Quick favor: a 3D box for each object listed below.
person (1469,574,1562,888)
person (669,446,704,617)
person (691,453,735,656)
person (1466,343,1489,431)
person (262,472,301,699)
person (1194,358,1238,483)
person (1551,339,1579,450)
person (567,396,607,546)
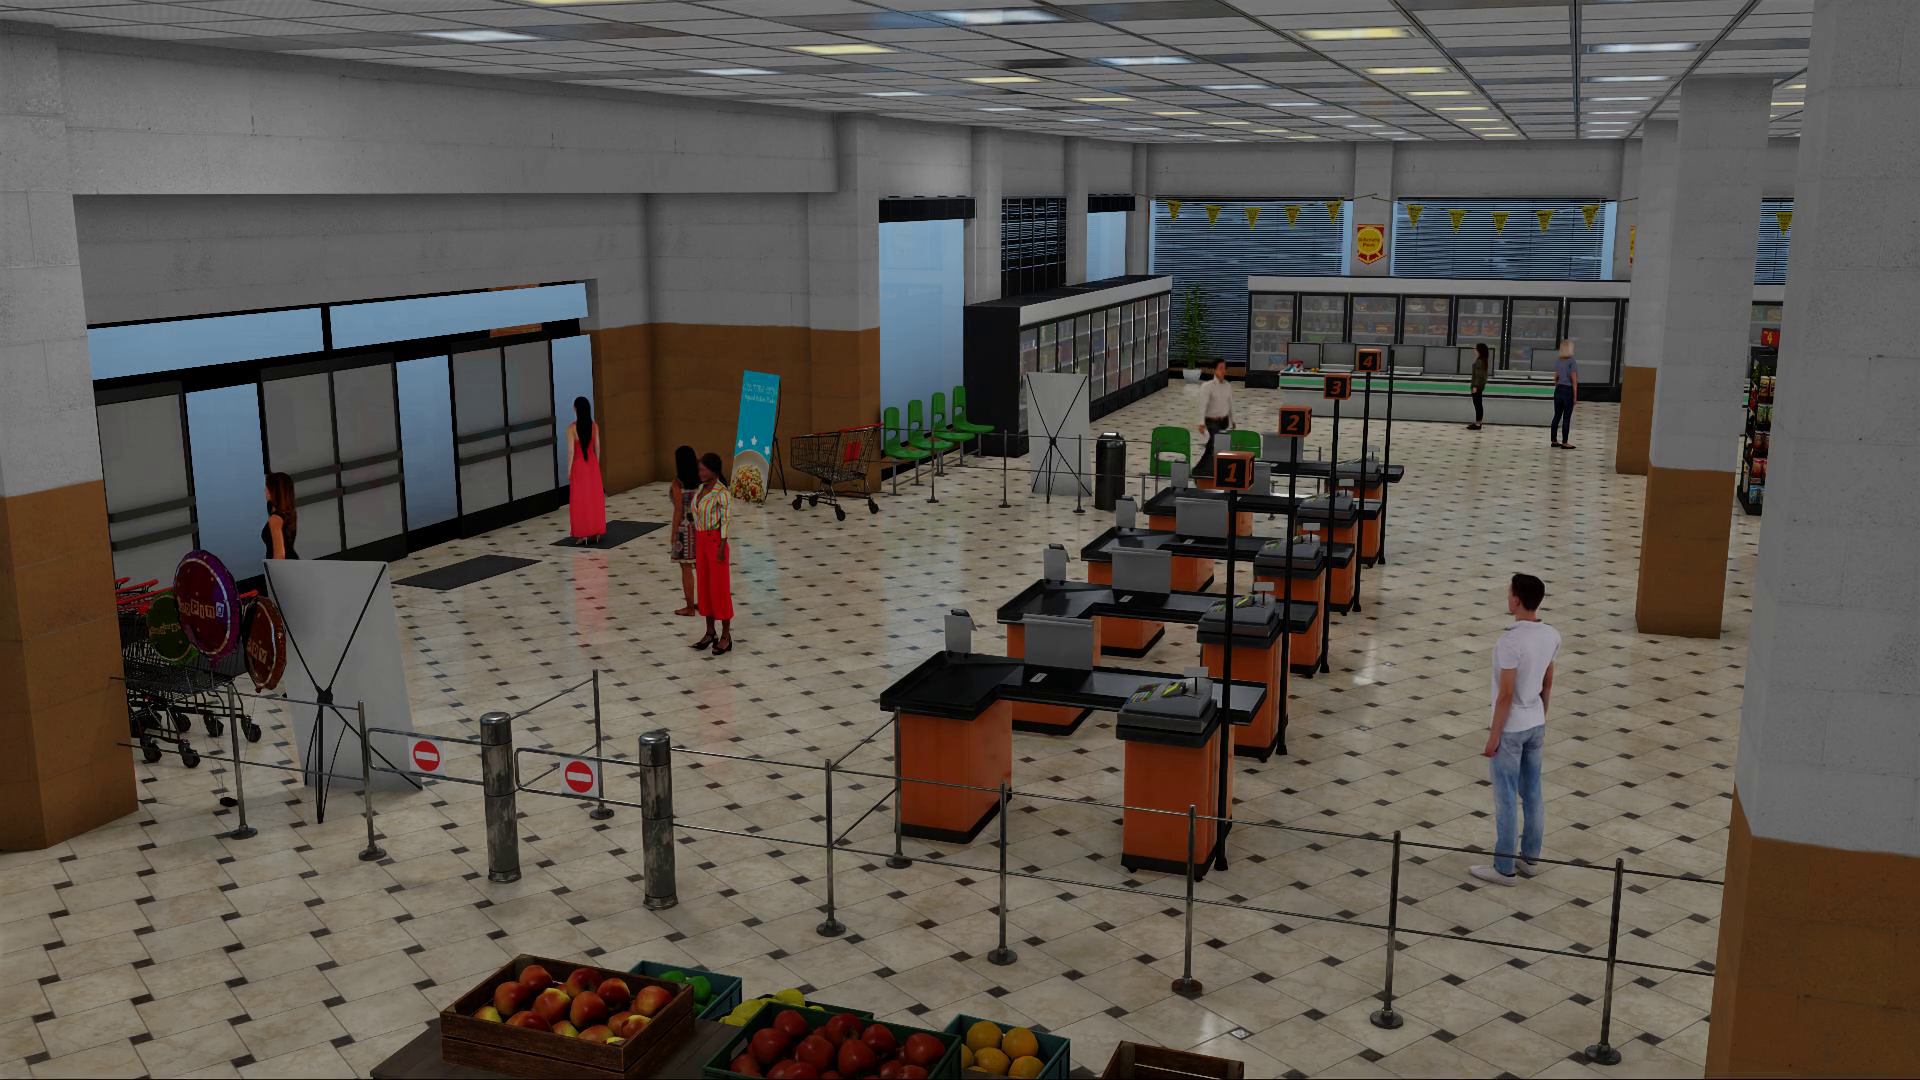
[{"bbox_3d":[3.290,1.108,9.792,0.732,1.851,0.739,-9,15,-35],"label":"person"},{"bbox_3d":[-2.609,-0.097,16.016,0.602,1.644,0.694,7,14,31],"label":"person"},{"bbox_3d":[-2.179,0.113,14.657,0.594,1.794,0.728,11,16,41],"label":"person"},{"bbox_3d":[8.871,-2.629,28.446,0.528,1.477,0.588,5,13,24],"label":"person"},{"bbox_3d":[-5.415,0.360,13.383,0.650,1.834,0.657,-1,12,-3],"label":"person"},{"bbox_3d":[3.446,-1.558,22.676,1.116,1.760,1.282,-8,14,-34],"label":"person"},{"bbox_3d":[9.590,-2.318,26.378,0.713,1.720,0.655,-5,13,-24],"label":"person"},{"bbox_3d":[-4.319,-0.799,19.149,0.704,1.727,0.712,-11,16,-43],"label":"person"}]
